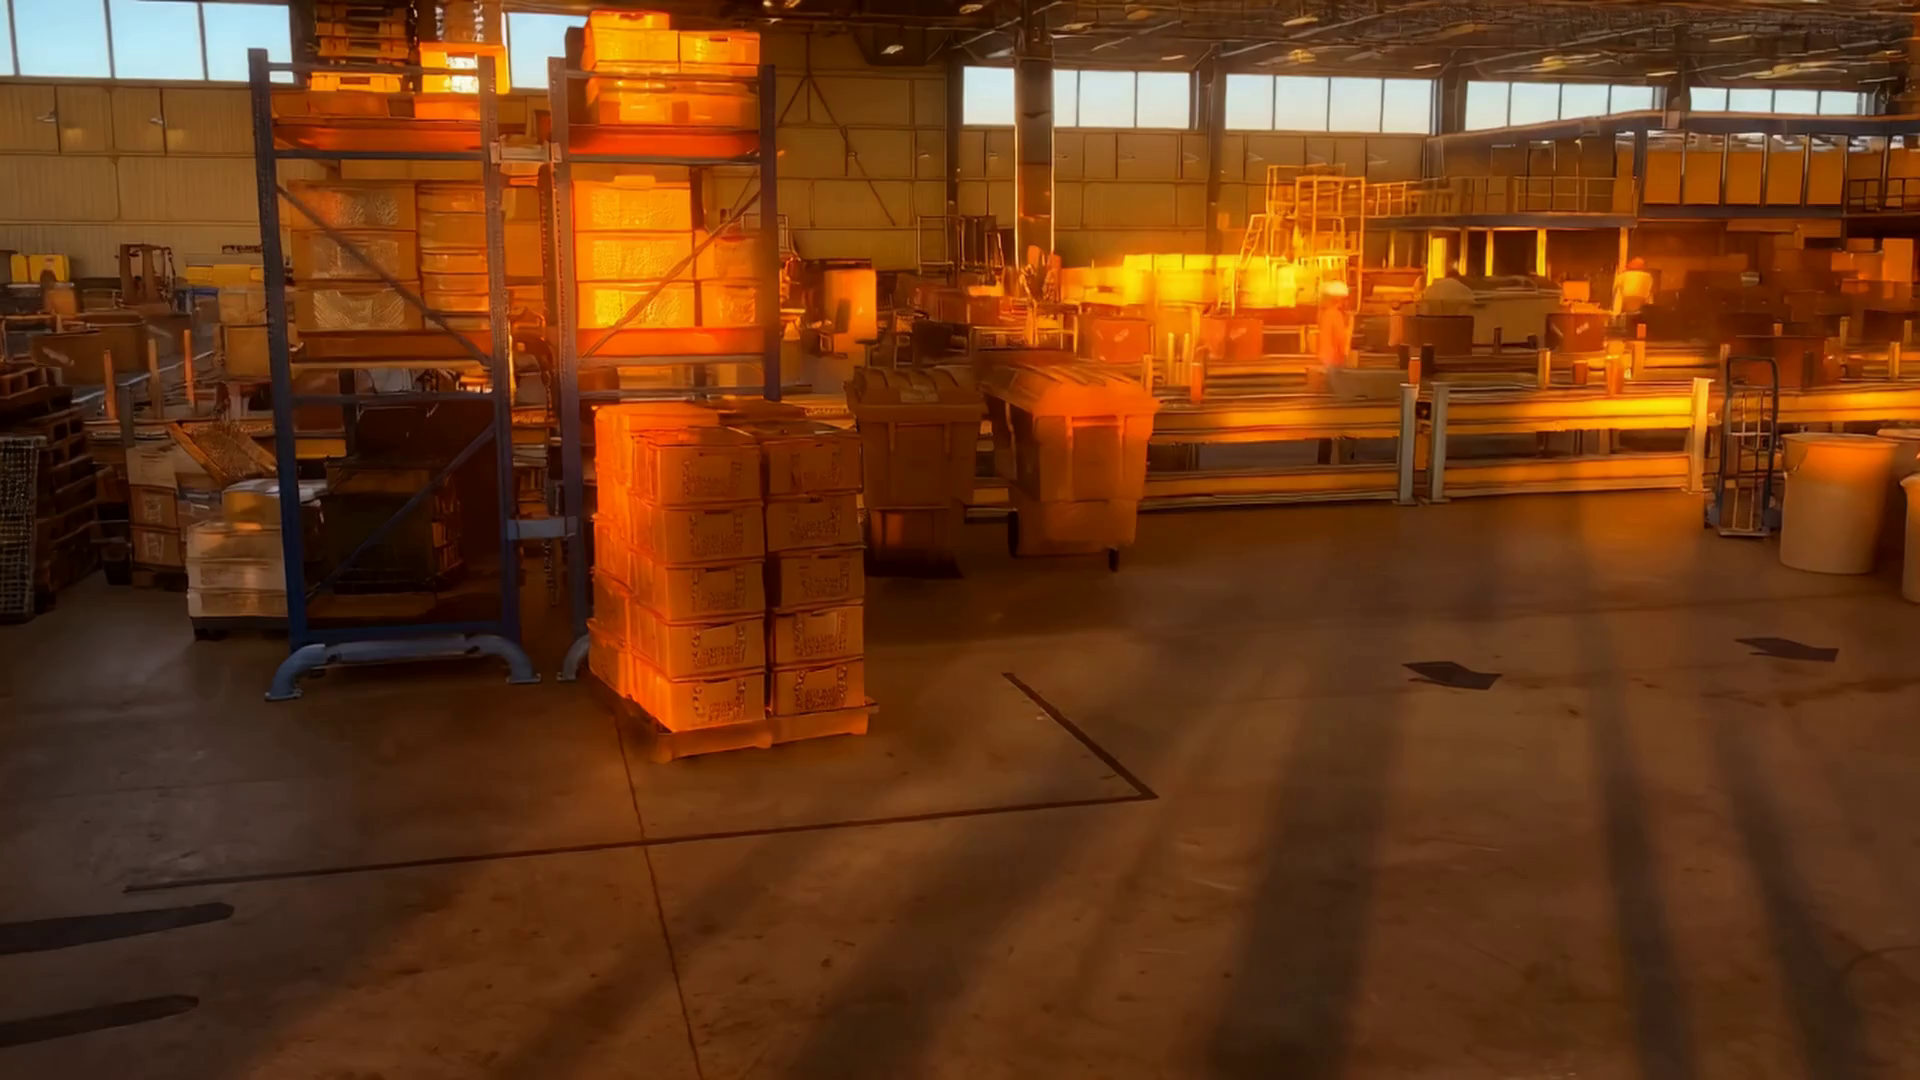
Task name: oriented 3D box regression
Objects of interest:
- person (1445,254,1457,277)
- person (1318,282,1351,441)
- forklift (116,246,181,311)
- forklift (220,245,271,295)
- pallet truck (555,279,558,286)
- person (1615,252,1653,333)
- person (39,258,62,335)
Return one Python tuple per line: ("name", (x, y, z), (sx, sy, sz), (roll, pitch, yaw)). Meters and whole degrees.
("person", (15.911, -8.312, 53.867), (0.566, 1.879, 0.354), (-9, 13, -40))
("person", (3.995, -1.929, 18.072), (0.643, 1.746, 0.535), (-1, 10, -7))
("forklift", (-19.966, -6.232, 40.894), (1.157, 1.987, 2.680), (-3, 10, -15))
("forklift", (-17.749, -6.334, 41.440), (1.157, 1.987, 2.680), (-3, 10, -17))
("pallet truck", (-10.604, -6.375, 44.520), (0.653, 1.274, 1.630), (-3, 10, -15))
("person", (12.508, -4.324, 30.849), (0.637, 2.022, 0.475), (7, 12, 35))
("person", (-18.558, -4.841, 34.211), (0.667, 1.867, 0.916), (8, 13, 40))
